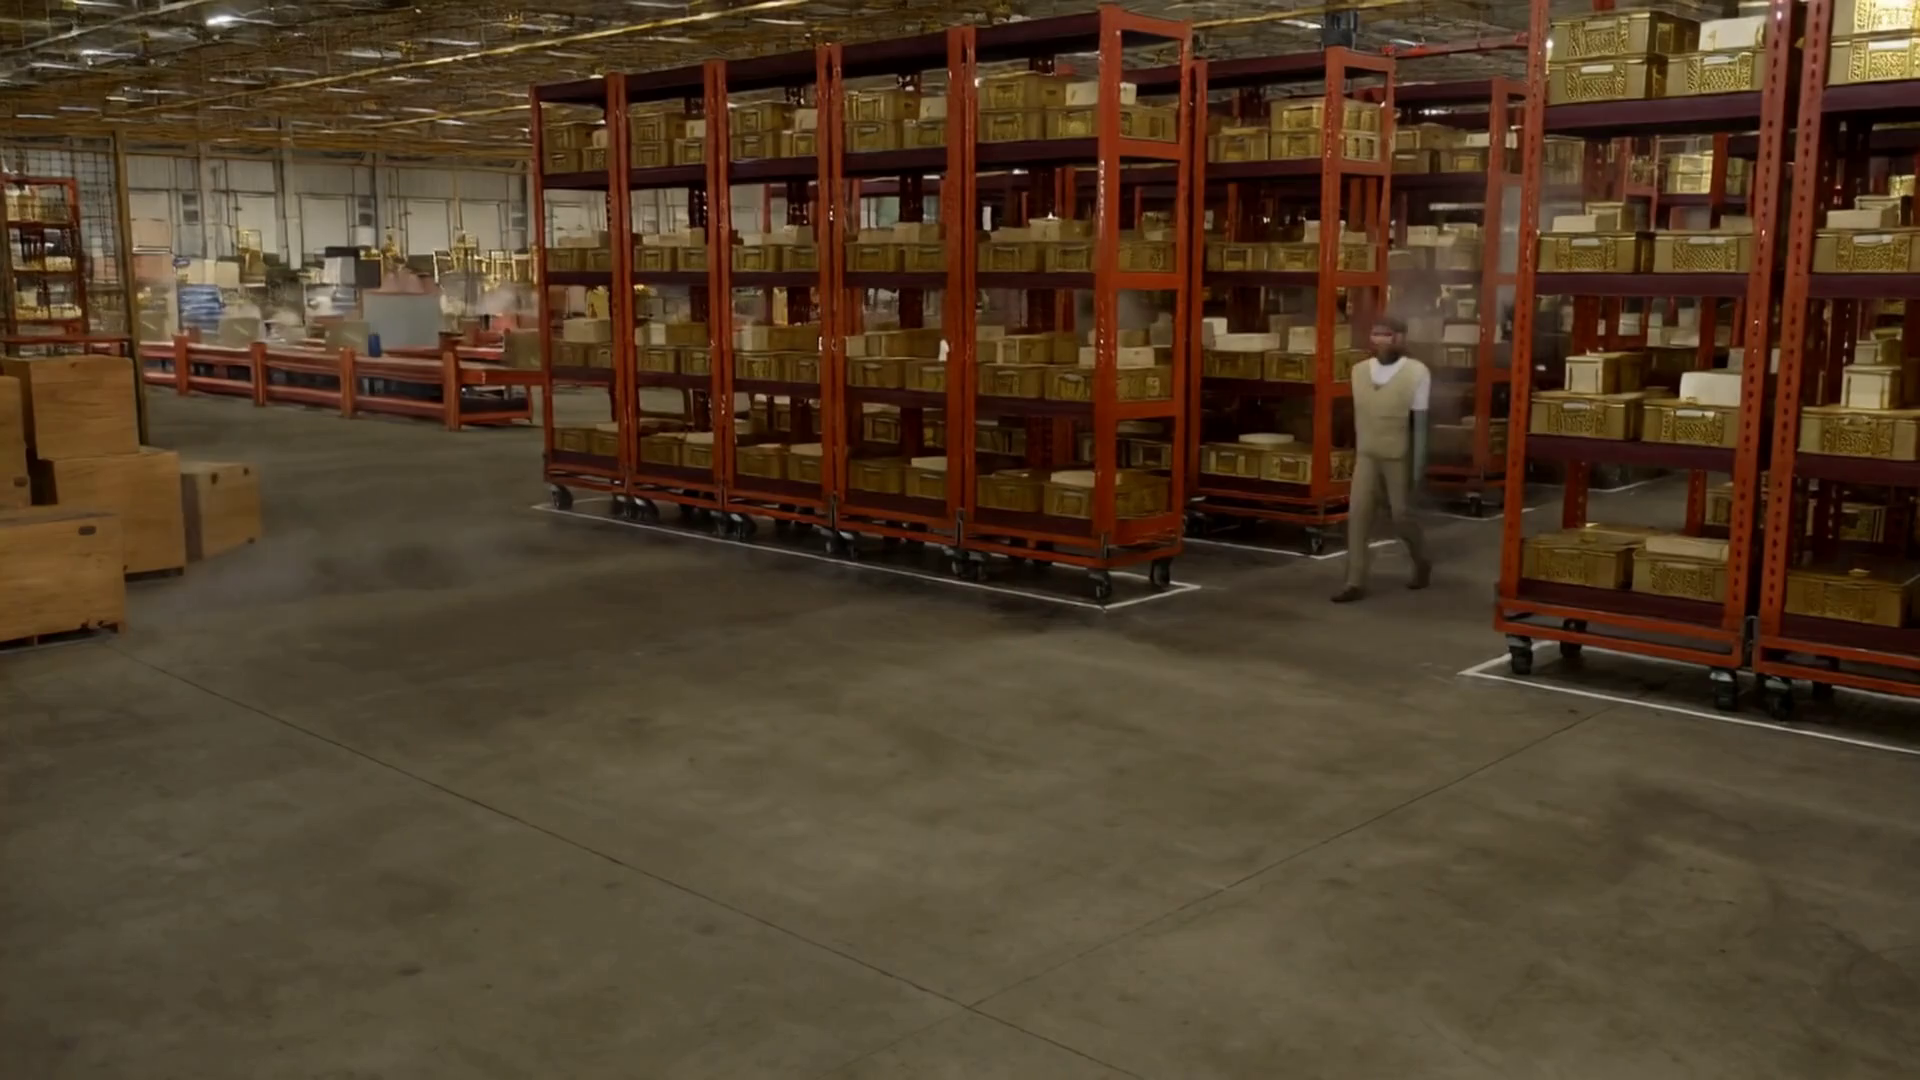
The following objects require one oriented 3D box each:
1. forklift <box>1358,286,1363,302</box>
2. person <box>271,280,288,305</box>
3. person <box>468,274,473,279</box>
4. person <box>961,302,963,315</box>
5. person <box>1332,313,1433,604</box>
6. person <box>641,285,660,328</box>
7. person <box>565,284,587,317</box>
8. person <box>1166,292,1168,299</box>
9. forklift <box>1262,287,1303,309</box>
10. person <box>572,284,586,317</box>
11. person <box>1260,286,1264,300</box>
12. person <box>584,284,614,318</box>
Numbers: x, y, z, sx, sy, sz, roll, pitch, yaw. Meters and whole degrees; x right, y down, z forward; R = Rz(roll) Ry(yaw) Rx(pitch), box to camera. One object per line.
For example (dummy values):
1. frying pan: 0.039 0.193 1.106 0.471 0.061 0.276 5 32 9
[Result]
1. forklift: 11.100 -7.017 46.970 1.873 2.768 1.129 9 13 43
2. person: -23.118 -7.989 56.531 0.506 1.687 0.890 -4 10 -24
3. person: -17.384 -8.522 59.209 0.578 1.891 0.704 2 9 11
4. person: -0.102 -2.642 23.656 0.877 1.717 0.547 -7 12 -38
5. person: 2.716 -0.529 10.466 0.918 1.809 0.584 -9 13 -42
6. person: -9.573 -7.259 51.785 0.610 1.780 0.922 -8 12 -41
7. person: -8.846 -5.182 38.304 0.647 2.031 0.638 5 11 28
8. person: 6.810 -7.480 53.662 0.348 1.619 0.526 -6 11 -35
9. forklift: 10.769 -8.203 54.240 1.129 2.768 1.873 8 12 42
10. person: -8.928 -5.238 38.952 0.375 1.933 0.550 -3 10 -20
11. person: 10.740 -8.812 60.654 0.800 2.005 0.498 -5 10 -26
12. person: -7.063 -4.199 32.719 0.395 1.900 0.645 9 13 42
